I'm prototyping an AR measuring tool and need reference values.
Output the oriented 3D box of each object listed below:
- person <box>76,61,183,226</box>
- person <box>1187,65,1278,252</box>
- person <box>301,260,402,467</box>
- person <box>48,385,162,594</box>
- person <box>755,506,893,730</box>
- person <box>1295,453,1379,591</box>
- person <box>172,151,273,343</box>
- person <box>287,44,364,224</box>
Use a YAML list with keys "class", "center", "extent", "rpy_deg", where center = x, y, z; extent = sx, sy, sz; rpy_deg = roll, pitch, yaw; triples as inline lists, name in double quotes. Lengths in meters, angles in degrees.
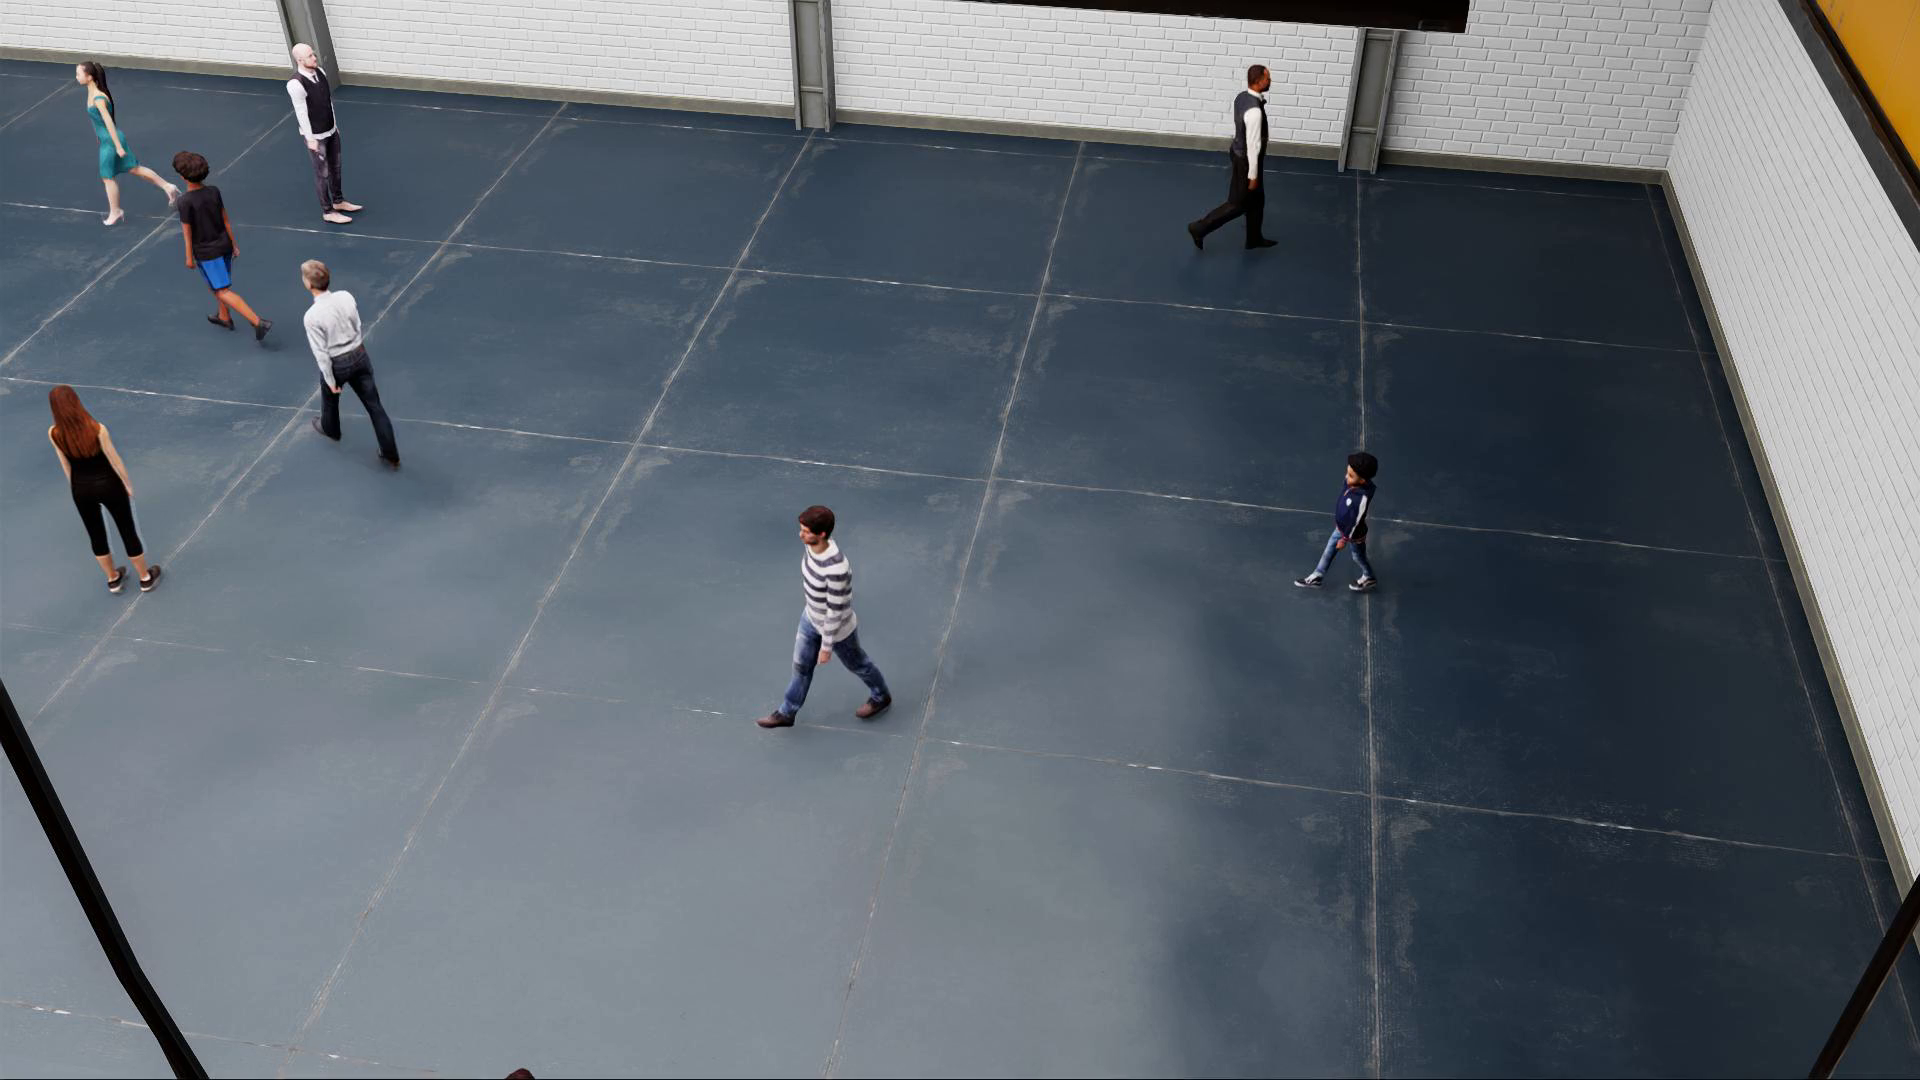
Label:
- class: "person"
  center: [-8.318, -3.950, 16.513]
  extent: [1.088, 1.658, 0.974]
  rpy_deg: [-19, 42, -22]
- class: "person"
  center: [2.650, -3.599, 15.887]
  extent: [1.241, 1.891, 0.891]
  rpy_deg: [-3, 39, -3]
- class: "person"
  center: [-4.812, -1.355, 13.179]
  extent: [1.265, 1.764, 1.038]
  rpy_deg: [27, 46, 30]
- class: "person"
  center: [-6.211, -0.357, 11.961]
  extent: [0.559, 1.724, 0.679]
  rpy_deg: [-6, 39, -7]
- class: "person"
  center: [-0.753, 0.514, 10.810]
  extent: [1.273, 1.799, 1.160]
  rpy_deg: [-20, 43, -23]
- class: "person"
  center: [2.890, -0.098, 12.061]
  extent: [0.899, 1.194, 0.701]
  rpy_deg: [-7, 39, -9]
- class: "person"
  center: [-6.531, -2.540, 14.654]
  extent: [1.162, 1.774, 0.805]
  rpy_deg: [16, 41, 19]
- class: "person"
  center: [-6.345, -4.032, 16.484]
  extent: [0.602, 1.823, 0.689]
  rpy_deg: [9, 40, 11]
